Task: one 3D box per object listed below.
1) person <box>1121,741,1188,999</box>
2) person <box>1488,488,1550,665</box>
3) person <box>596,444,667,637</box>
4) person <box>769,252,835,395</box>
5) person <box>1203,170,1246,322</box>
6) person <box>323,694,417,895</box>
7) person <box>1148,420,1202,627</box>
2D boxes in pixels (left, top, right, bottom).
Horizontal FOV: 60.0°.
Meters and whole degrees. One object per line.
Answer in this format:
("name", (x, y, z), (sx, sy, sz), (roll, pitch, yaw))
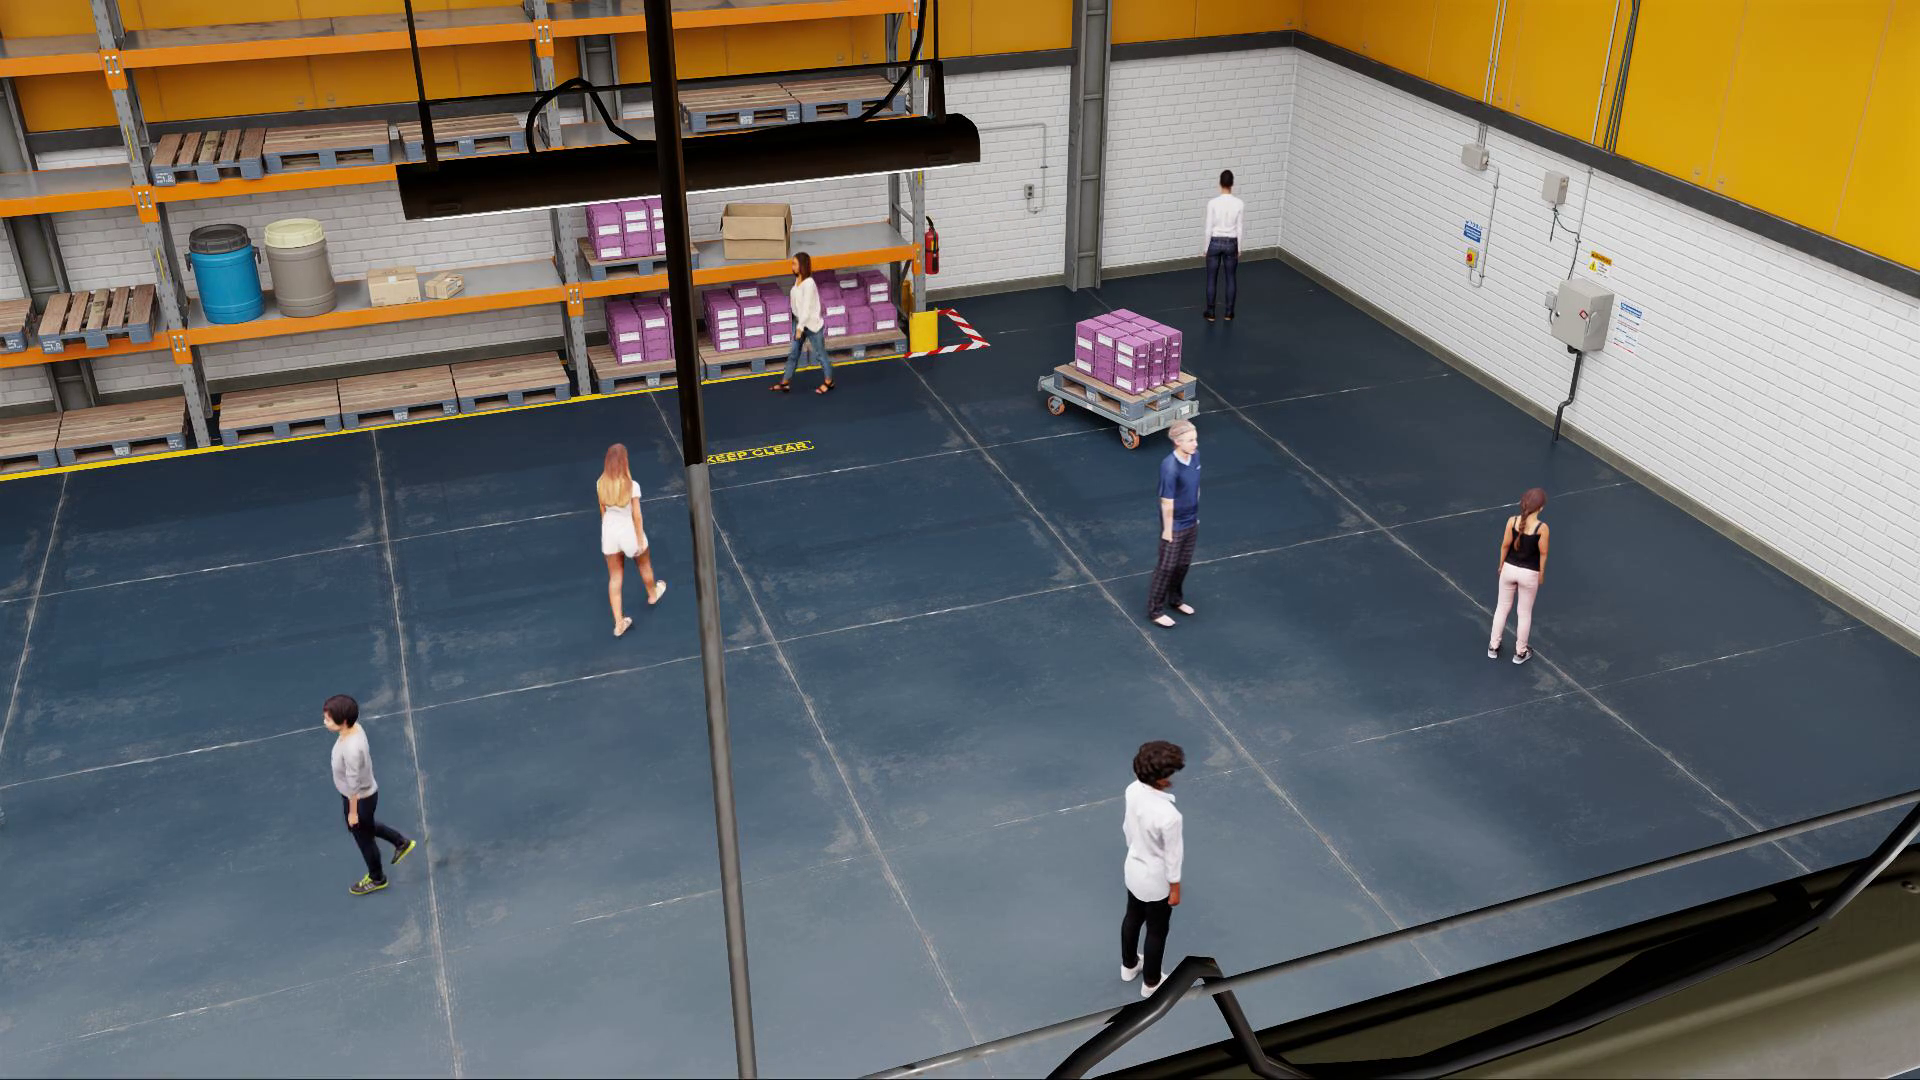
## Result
("person", (1.175, 2.012, 10.182), (0.611, 1.807, 0.663), (-16, 33, -27))
("person", (4.588, 0.278, 13.615), (0.616, 1.564, 0.657), (17, 33, 29))
("person", (-2.874, 0.031, 13.966), (1.027, 1.661, 0.983), (6, 29, 11))
("person", (-1.594, -2.378, 18.389), (0.983, 1.654, 0.672), (-13, 31, -22))
("person", (3.228, -3.610, 20.424), (0.628, 1.869, 0.759), (1, 29, 1))
("person", (-3.925, 1.679, 11.070), (0.709, 1.541, 0.579), (-12, 31, -21))
("person", (1.845, -0.164, 14.108), (0.790, 1.868, 0.662), (22, 35, 34))
